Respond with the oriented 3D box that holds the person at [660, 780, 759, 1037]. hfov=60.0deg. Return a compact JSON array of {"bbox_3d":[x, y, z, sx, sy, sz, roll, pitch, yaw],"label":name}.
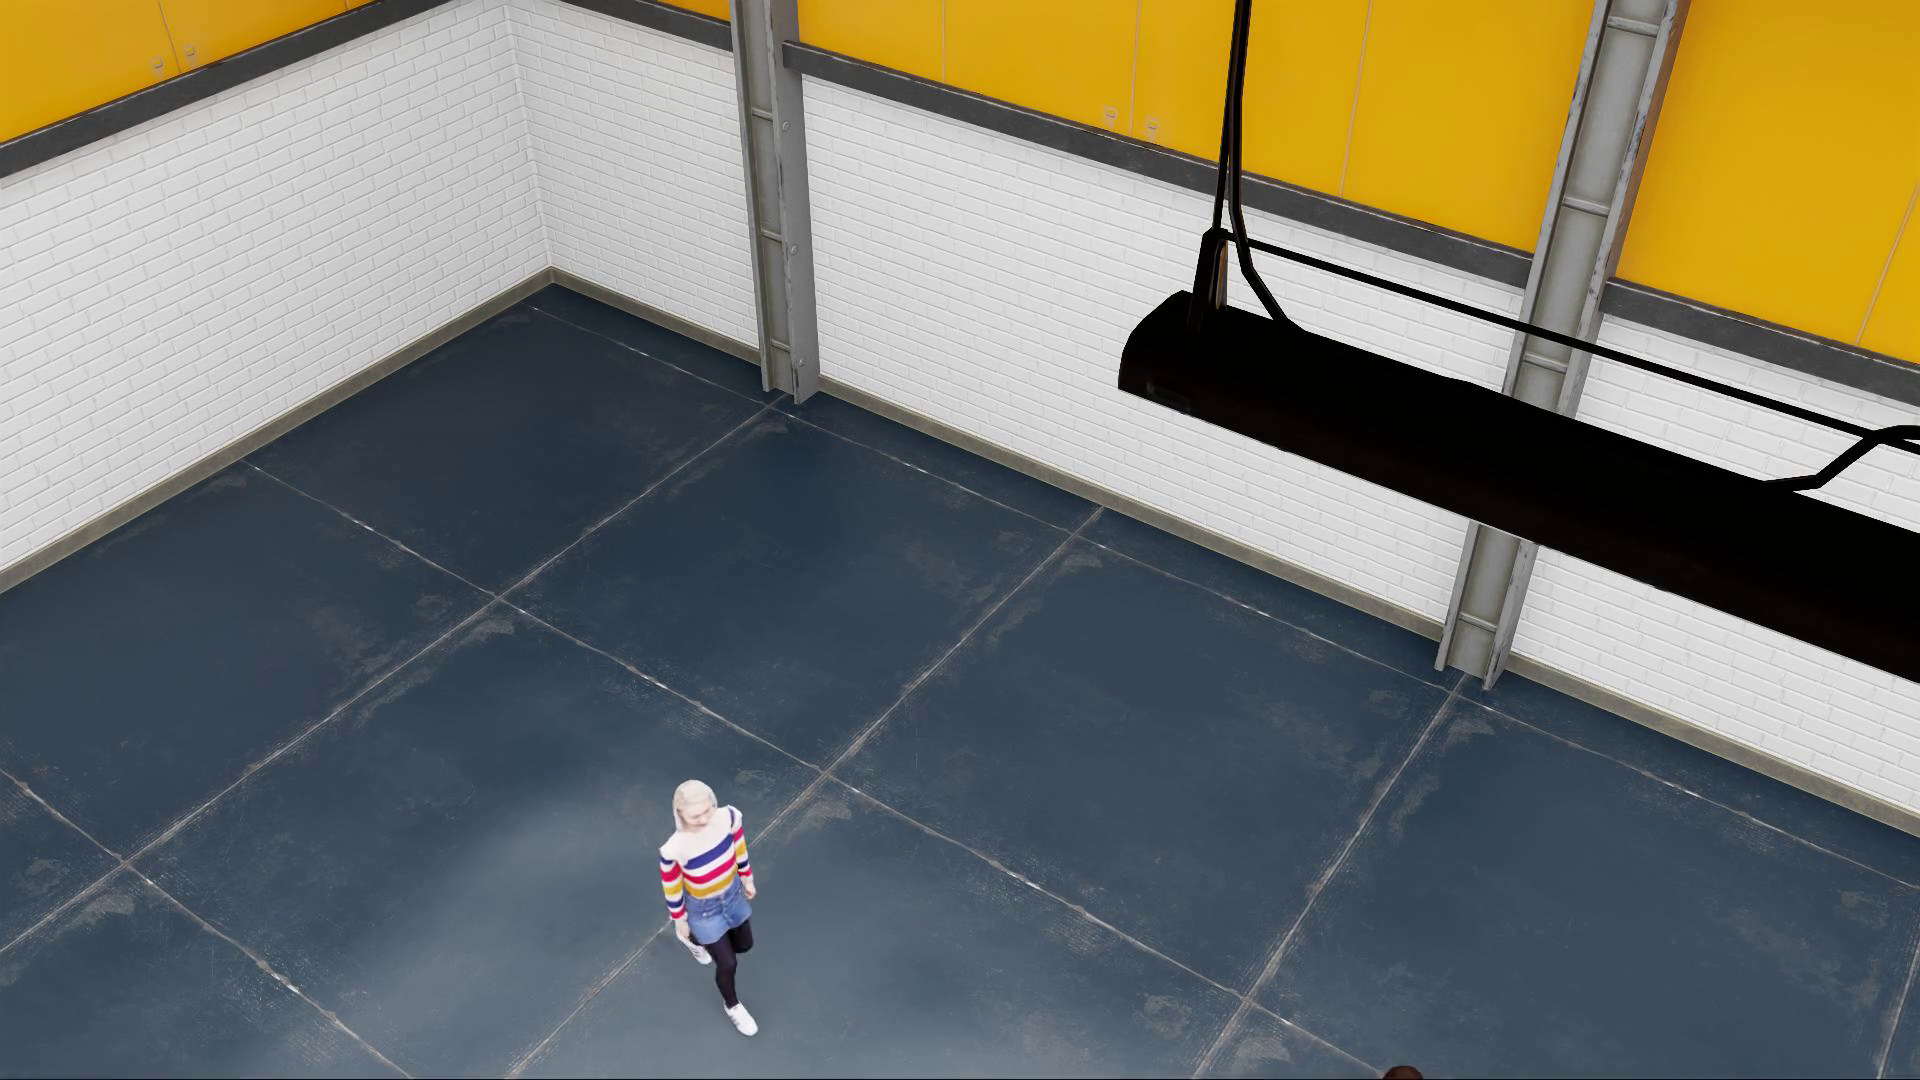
[{"bbox_3d":[-1.334,1.855,8.718,0.748,1.788,0.954,-31,48,-33],"label":"person"}]
